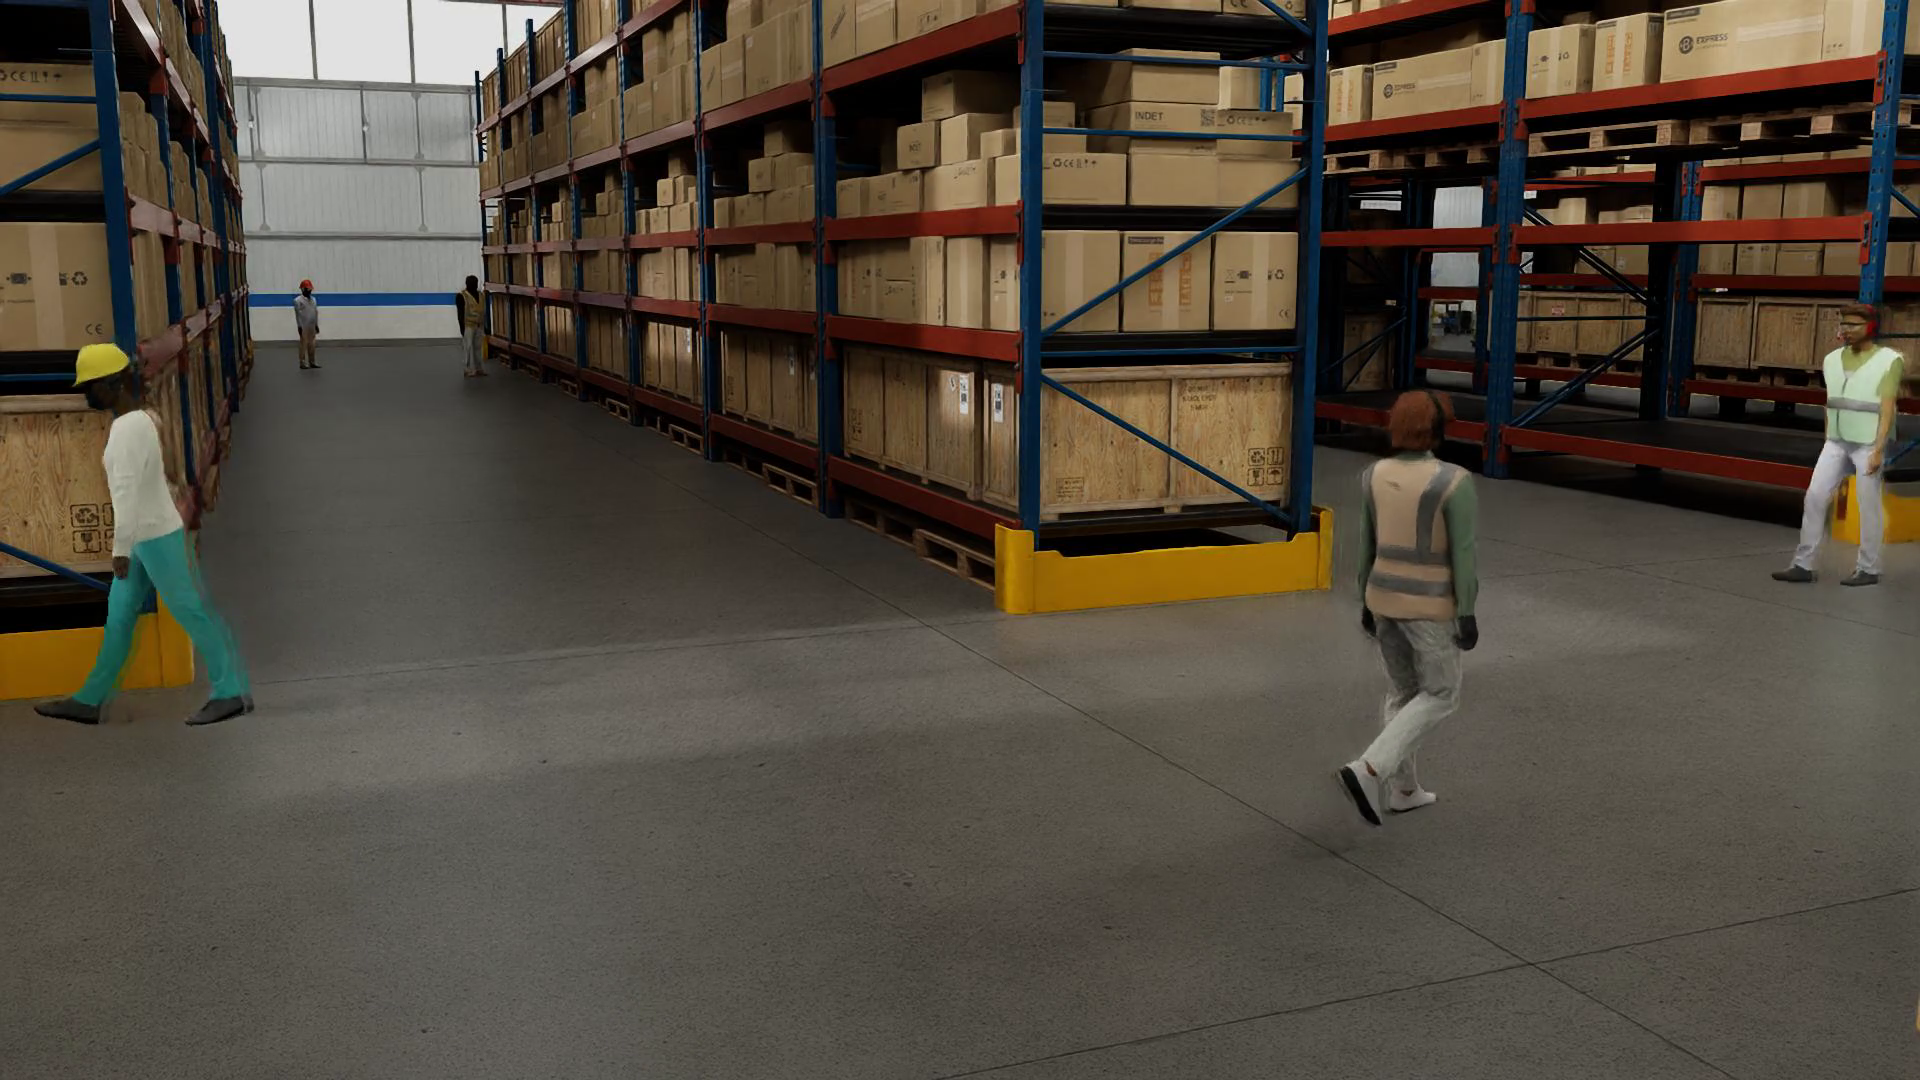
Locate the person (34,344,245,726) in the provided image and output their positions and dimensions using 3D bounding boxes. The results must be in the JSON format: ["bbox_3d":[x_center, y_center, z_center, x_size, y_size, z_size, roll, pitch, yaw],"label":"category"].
[{"bbox_3d":[-3.682,-0.004,7.367,0.908,1.706,0.614,-5,11,-27],"label":"person"}]

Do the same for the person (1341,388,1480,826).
[{"bbox_3d":[1.618,0.257,6.082,0.553,1.617,0.525,-6,11,-31],"label":"person"}]

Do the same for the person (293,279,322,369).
[{"bbox_3d":[-12.717,-4.203,32.450,0.350,1.744,0.558,3,10,18],"label":"person"}]

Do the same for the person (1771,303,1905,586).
[{"bbox_3d":[5.596,-0.583,10.551,0.823,1.816,0.570,-4,10,-24],"label":"person"}]

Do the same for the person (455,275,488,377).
[{"bbox_3d":[-8.834,-3.880,30.211,0.430,1.845,0.624,6,11,33],"label":"person"}]
